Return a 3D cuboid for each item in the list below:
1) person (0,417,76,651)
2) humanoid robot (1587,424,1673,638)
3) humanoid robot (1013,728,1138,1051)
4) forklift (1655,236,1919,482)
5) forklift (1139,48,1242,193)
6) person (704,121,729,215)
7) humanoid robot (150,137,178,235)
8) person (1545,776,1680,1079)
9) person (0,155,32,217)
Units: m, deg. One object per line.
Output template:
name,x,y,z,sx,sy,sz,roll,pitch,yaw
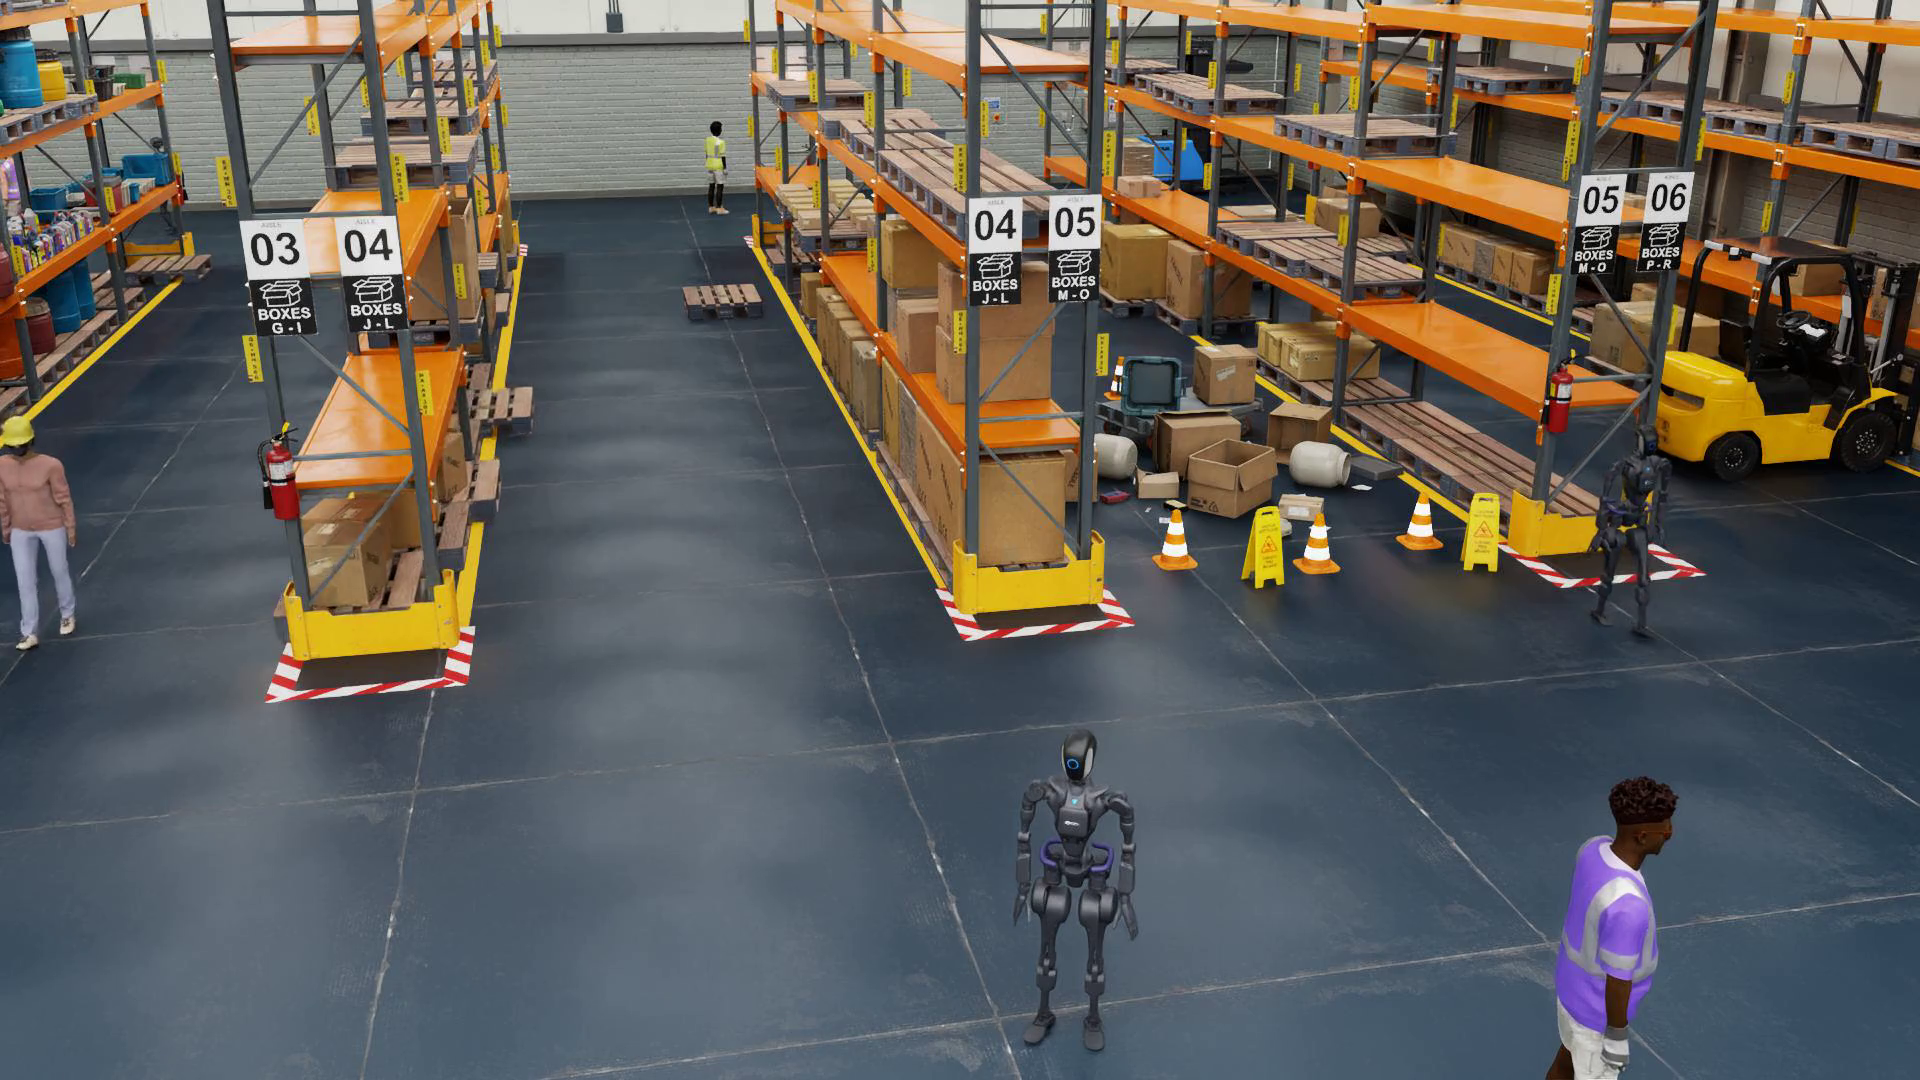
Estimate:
person,-6.795,-0.051,12.215,0.548,1.733,0.727,-5,21,-12
humanoid robot,5.020,-0.078,12.408,0.613,1.636,0.608,-4,21,-11
humanoid robot,0.545,1.632,7.765,0.599,1.657,0.315,5,21,12
forklift,8.013,-1.814,16.330,2.313,2.155,1.214,-4,21,-12
forklift,4.566,-8.313,32.860,1.873,2.768,1.129,-4,21,-12
person,-4.474,-6.834,30.567,0.539,1.686,0.324,17,26,38
humanoid robot,-13.689,-6.068,28.538,0.327,1.652,0.602,-3,21,-7
person,2.624,1.853,6.795,0.372,1.959,0.602,3,21,7
person,-15.368,-5.563,27.147,0.350,1.688,0.489,11,23,27
